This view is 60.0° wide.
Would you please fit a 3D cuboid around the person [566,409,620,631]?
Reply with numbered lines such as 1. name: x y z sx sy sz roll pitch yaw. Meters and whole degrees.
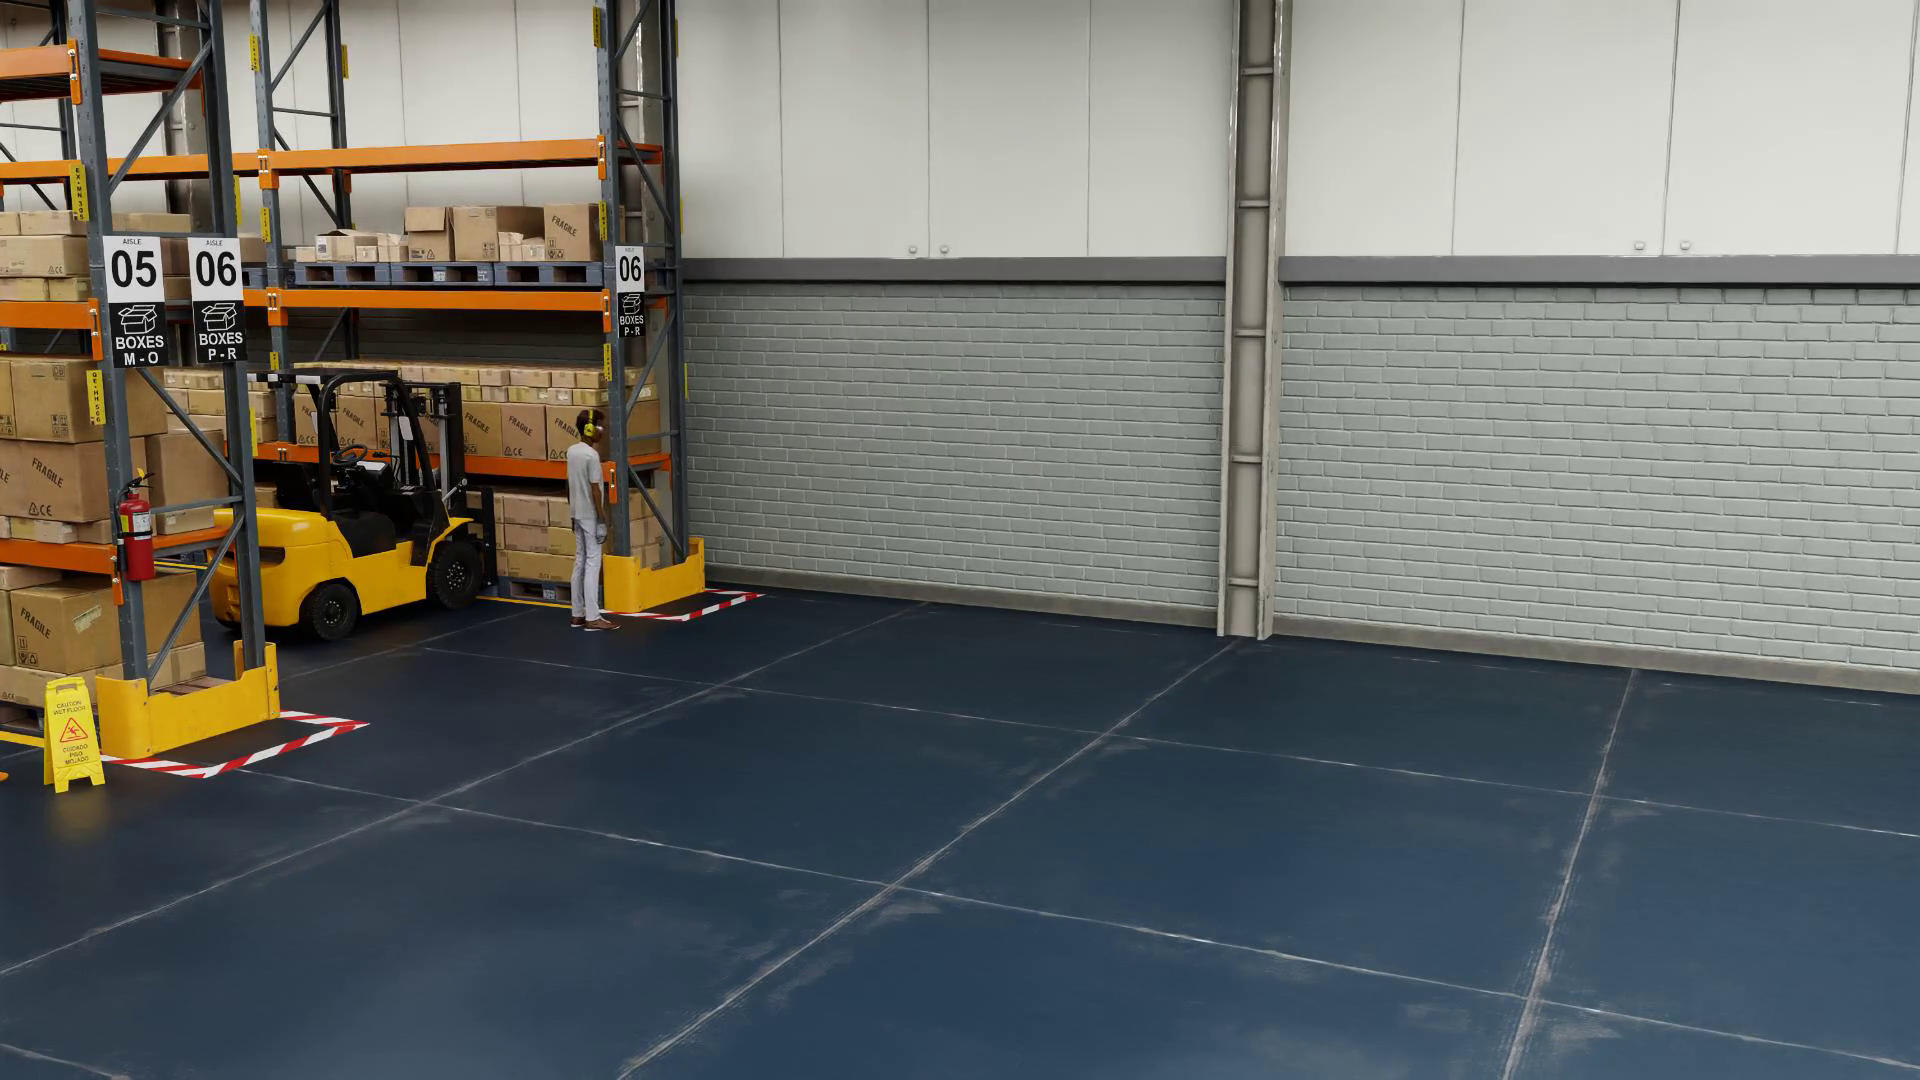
1. person: -3.121 -0.170 14.009 0.324 1.863 0.526 -7 12 -39
